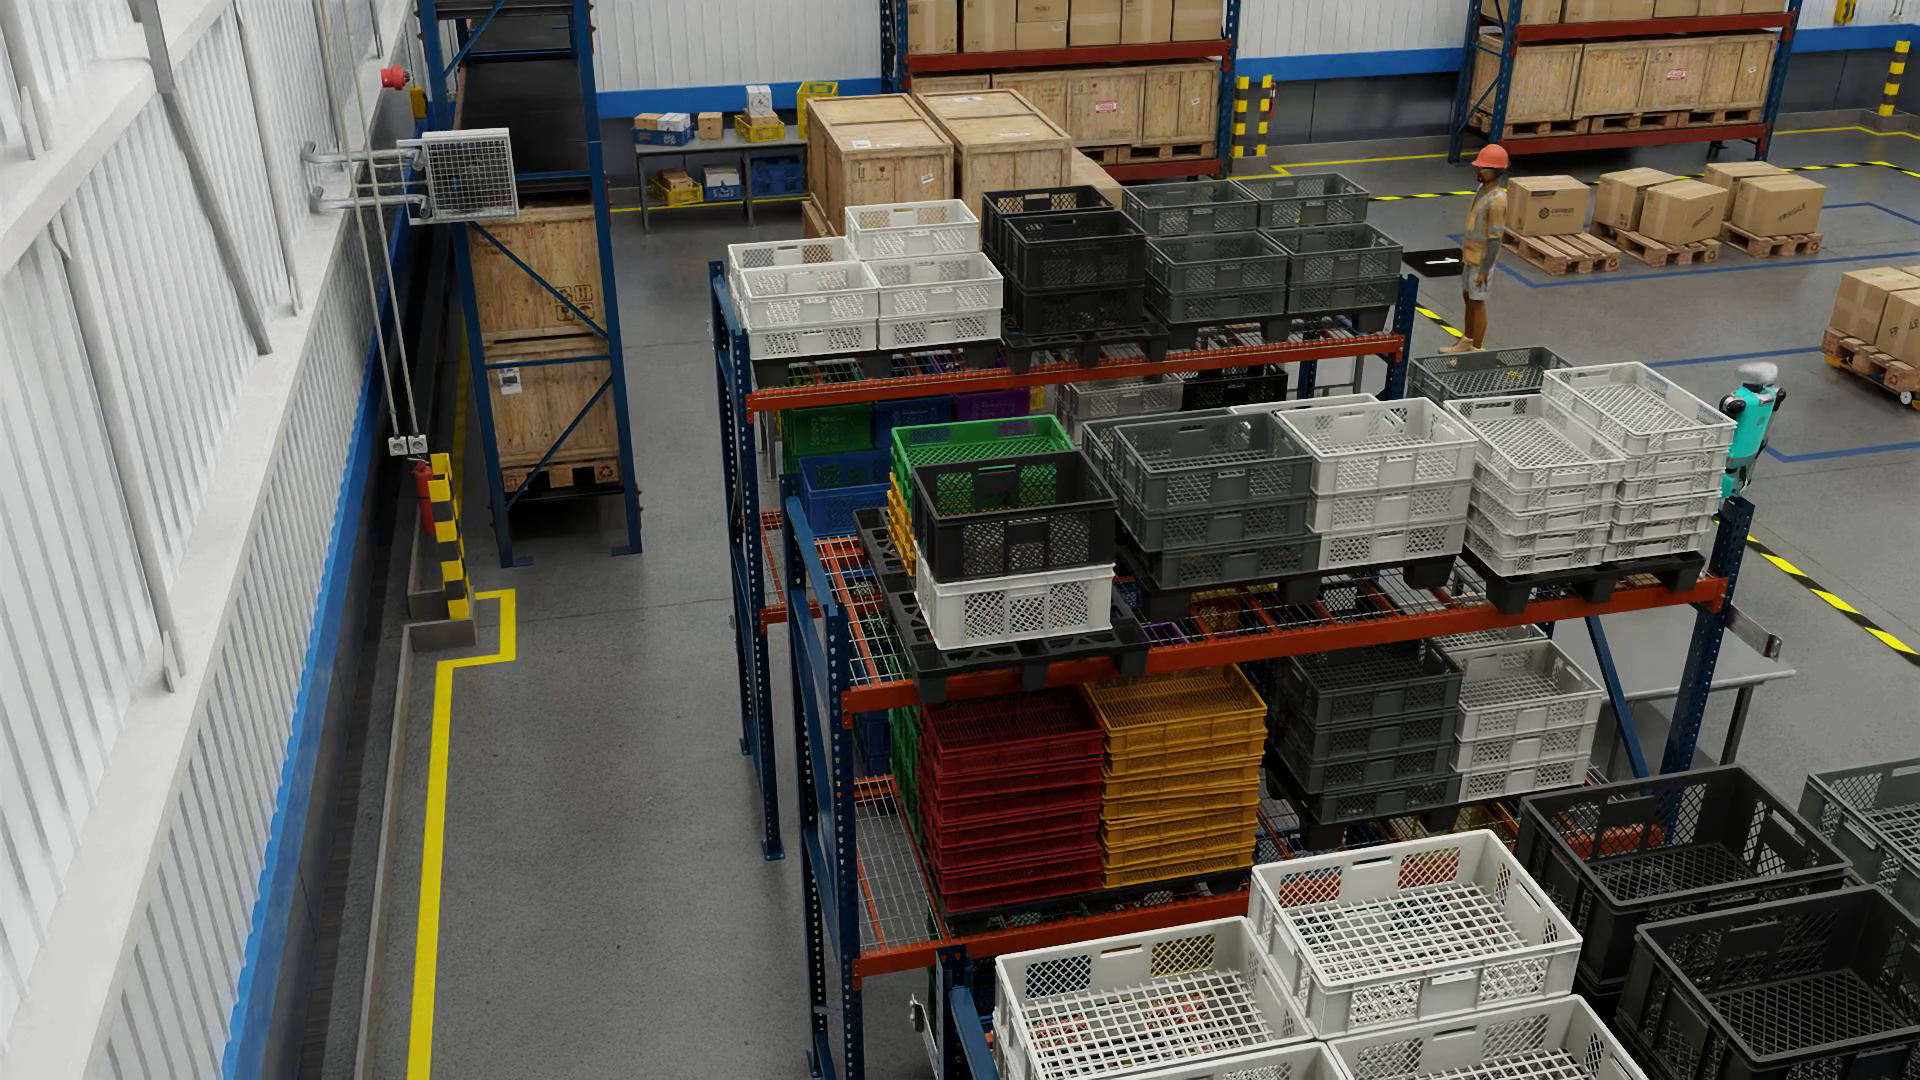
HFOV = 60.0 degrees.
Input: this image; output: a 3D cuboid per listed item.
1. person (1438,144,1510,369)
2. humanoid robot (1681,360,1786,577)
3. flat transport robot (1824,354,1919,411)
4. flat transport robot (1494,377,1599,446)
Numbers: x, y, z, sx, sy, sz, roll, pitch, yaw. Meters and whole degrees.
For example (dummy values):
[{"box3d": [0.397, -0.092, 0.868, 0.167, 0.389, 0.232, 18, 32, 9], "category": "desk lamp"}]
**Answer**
[{"box3d": [4.652, -2.543, 14.964, 0.355, 2.047, 0.613, 1, 28, 1], "category": "person"}, {"box3d": [5.015, -0.485, 11.243, 0.533, 1.681, 0.735, -15, 31, -26], "category": "humanoid robot"}, {"box3d": [8.473, -1.467, 14.800, 0.652, 0.197, 1.431, -6, 28, -12], "category": "flat transport robot"}, {"box3d": [4.780, -1.036, 14.013, 0.659, 0.231, 1.431, -6, 28, -12], "category": "flat transport robot"}]
